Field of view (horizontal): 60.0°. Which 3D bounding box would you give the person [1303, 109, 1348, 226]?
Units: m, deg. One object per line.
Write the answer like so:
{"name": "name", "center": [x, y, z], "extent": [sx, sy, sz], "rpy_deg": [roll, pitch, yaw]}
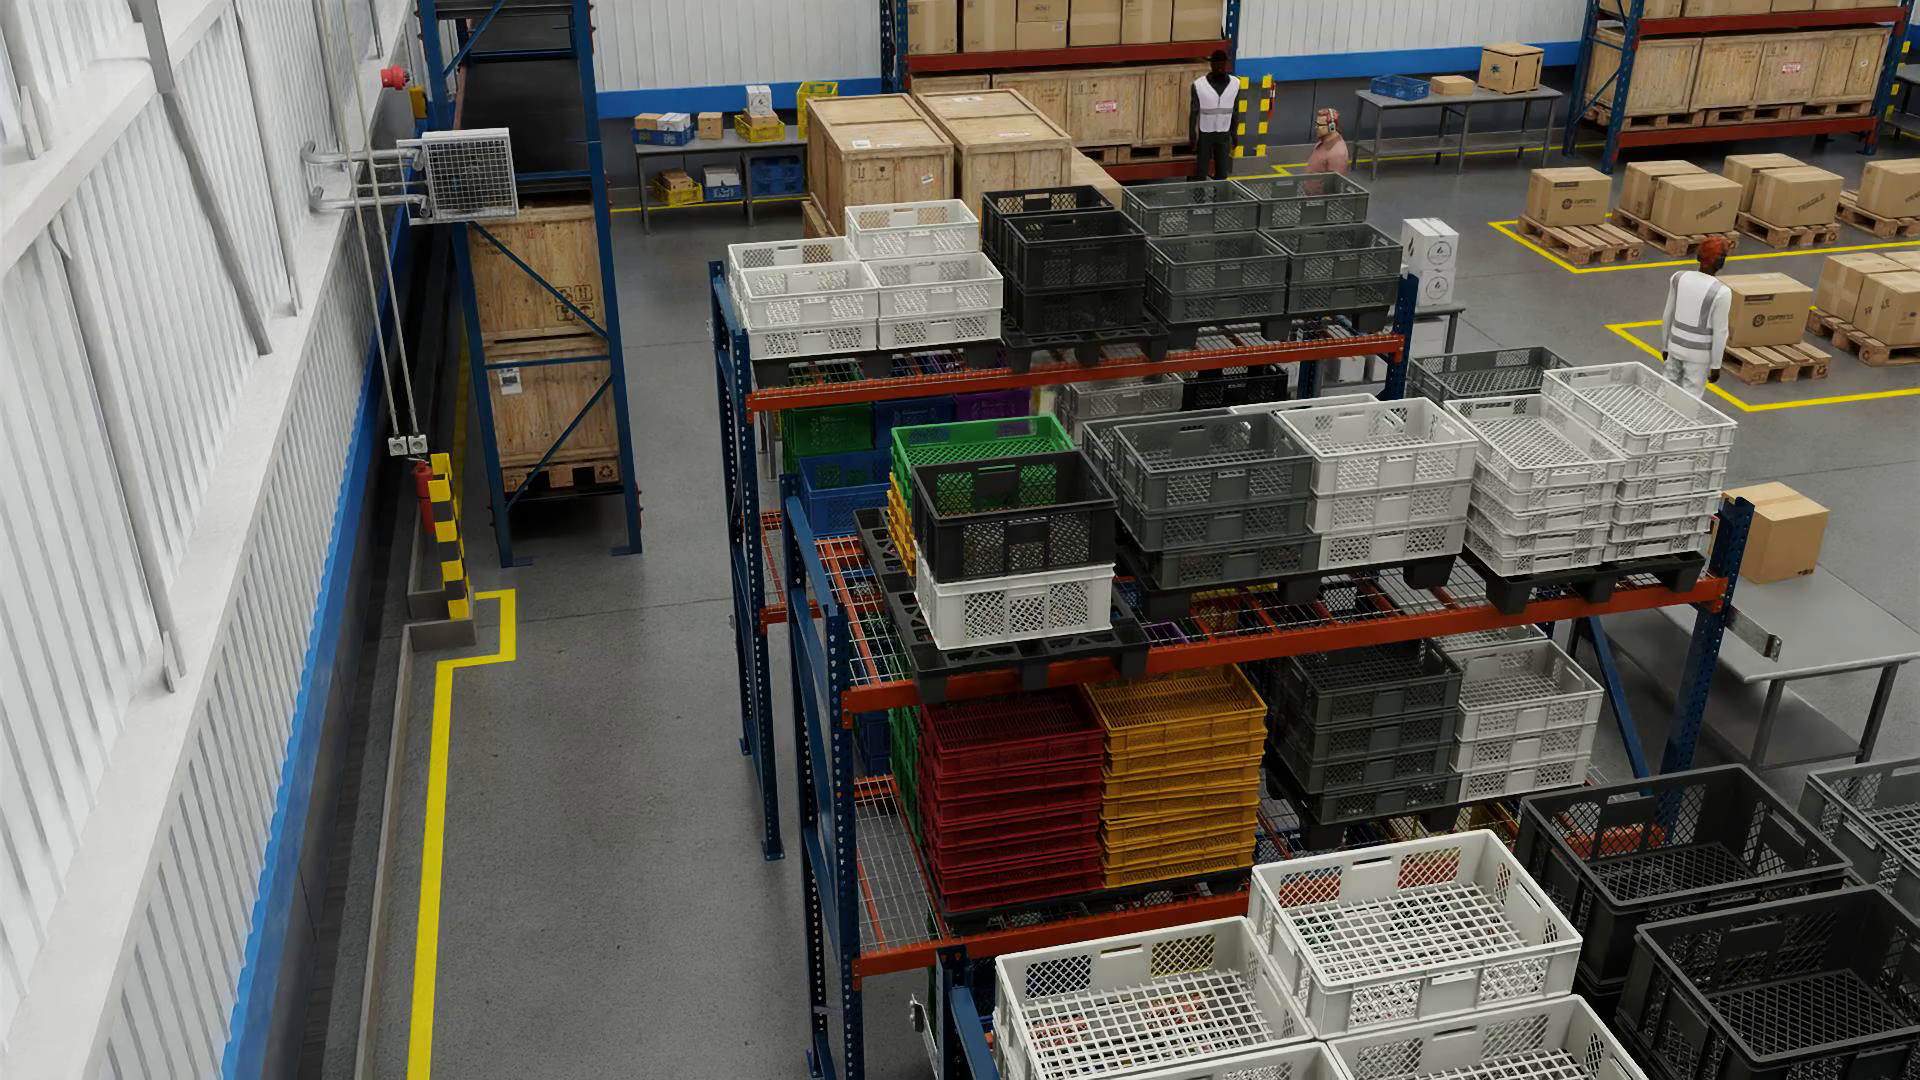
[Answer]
{"name": "person", "center": [3.630, -3.379, 16.703], "extent": [0.400, 1.900, 0.648], "rpy_deg": [1, 28, 1]}

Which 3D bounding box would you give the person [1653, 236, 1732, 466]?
{"name": "person", "center": [5.756, -1.467, 13.085], "extent": [0.355, 1.882, 0.576], "rpy_deg": [-13, 31, -24]}

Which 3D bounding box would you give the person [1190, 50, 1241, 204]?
{"name": "person", "center": [2.920, -4.688, 19.174], "extent": [0.593, 1.909, 0.407], "rpy_deg": [-6, 28, -11]}

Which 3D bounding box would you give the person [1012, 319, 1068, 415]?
{"name": "person", "center": [0.588, -1.373, 12.943], "extent": [0.561, 1.849, 0.363], "rpy_deg": [14, 31, 24]}
